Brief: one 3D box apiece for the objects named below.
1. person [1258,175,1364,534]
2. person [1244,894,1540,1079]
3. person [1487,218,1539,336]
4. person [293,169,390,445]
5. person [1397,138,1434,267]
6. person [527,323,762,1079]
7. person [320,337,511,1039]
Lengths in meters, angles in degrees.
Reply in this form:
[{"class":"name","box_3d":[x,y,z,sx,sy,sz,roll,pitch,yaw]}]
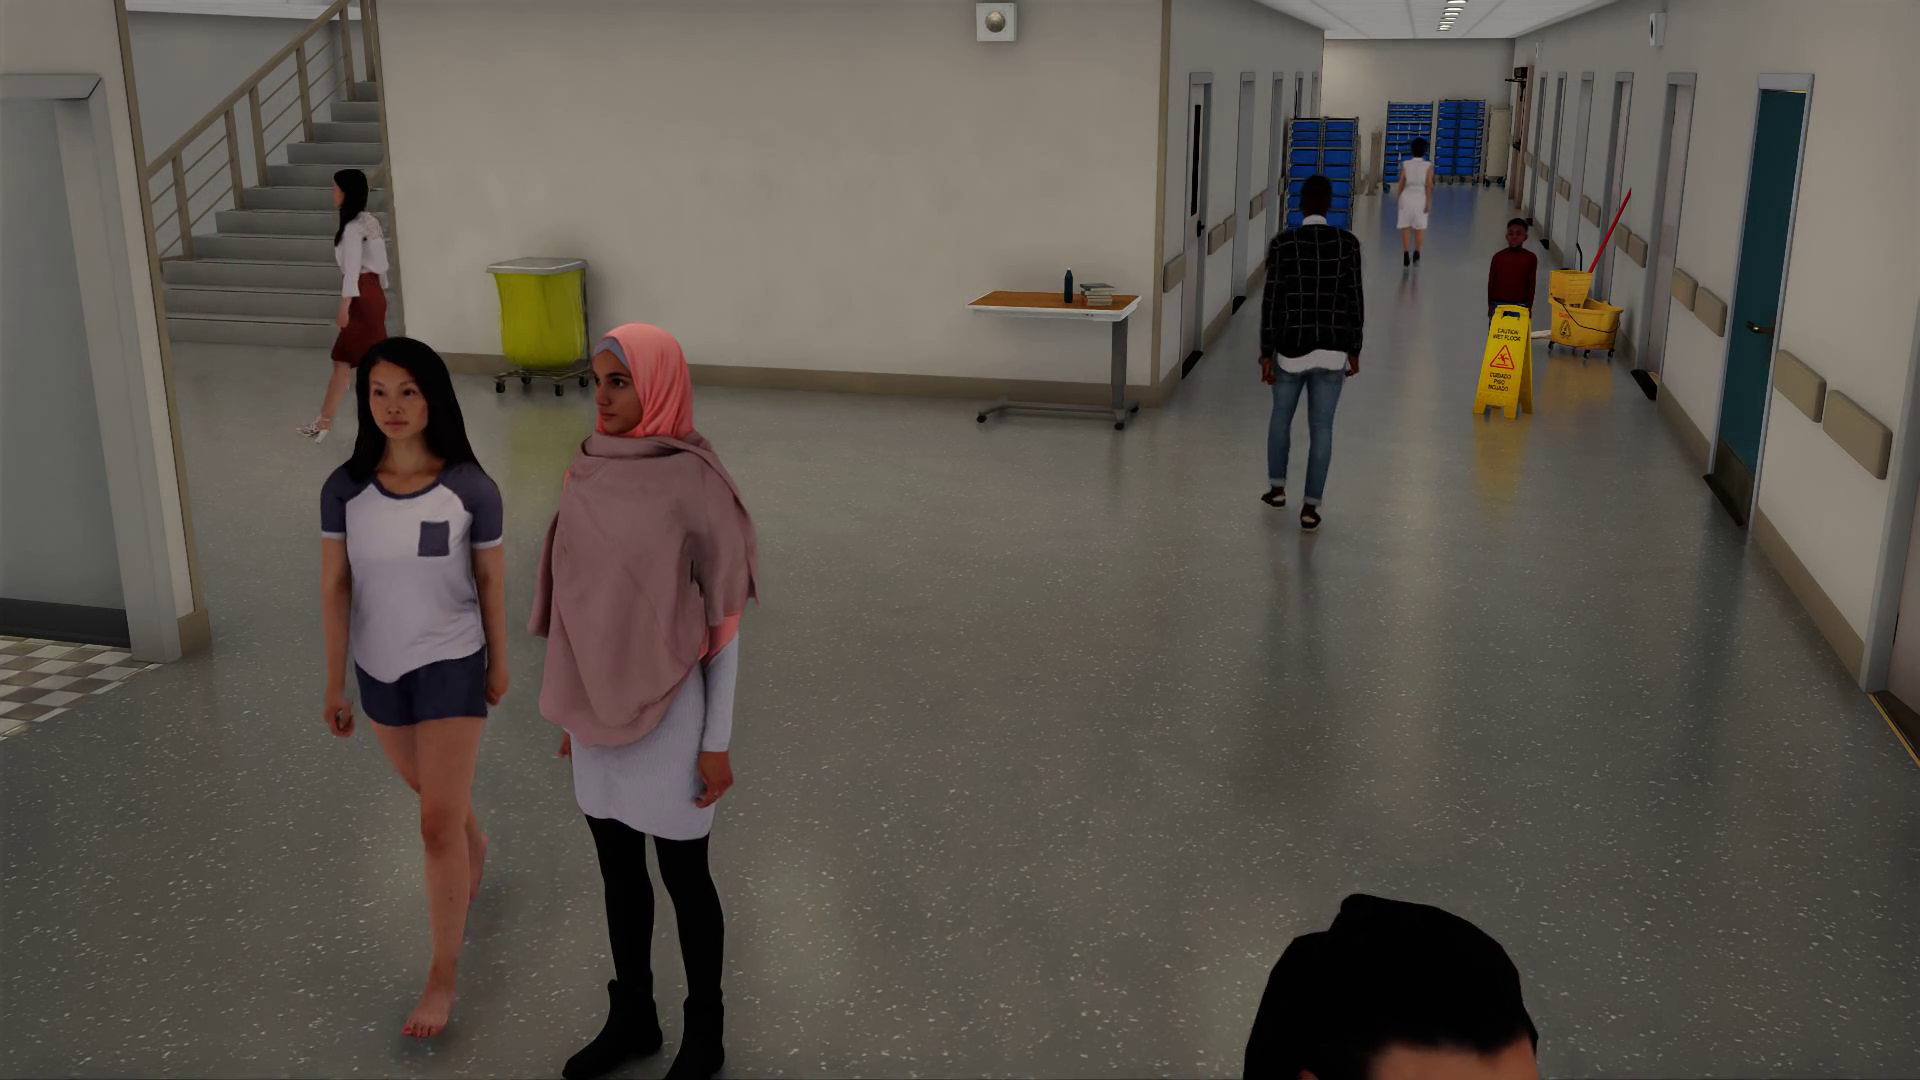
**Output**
[{"class":"person","box_3d":[1.804,-0.928,8.512,0.727,1.797,0.853,3,16,10]},{"class":"person","box_3d":[0.321,1.094,1.460,0.696,1.732,0.716,-6,17,-19]},{"class":"person","box_3d":[4.197,-1.823,12.689,0.524,1.253,0.523,7,17,23]},{"class":"person","box_3d":[-3.569,-1.379,10.258,0.951,1.718,1.039,-3,16,-10]},{"class":"person","box_3d":[5.455,-4.027,20.030,0.572,1.511,0.996,5,17,18]},{"class":"person","box_3d":[-0.709,0.407,3.765,0.683,1.803,0.665,8,18,27]},{"class":"person","box_3d":[-1.379,0.322,4.327,0.777,1.662,1.204,0,16,1]}]
